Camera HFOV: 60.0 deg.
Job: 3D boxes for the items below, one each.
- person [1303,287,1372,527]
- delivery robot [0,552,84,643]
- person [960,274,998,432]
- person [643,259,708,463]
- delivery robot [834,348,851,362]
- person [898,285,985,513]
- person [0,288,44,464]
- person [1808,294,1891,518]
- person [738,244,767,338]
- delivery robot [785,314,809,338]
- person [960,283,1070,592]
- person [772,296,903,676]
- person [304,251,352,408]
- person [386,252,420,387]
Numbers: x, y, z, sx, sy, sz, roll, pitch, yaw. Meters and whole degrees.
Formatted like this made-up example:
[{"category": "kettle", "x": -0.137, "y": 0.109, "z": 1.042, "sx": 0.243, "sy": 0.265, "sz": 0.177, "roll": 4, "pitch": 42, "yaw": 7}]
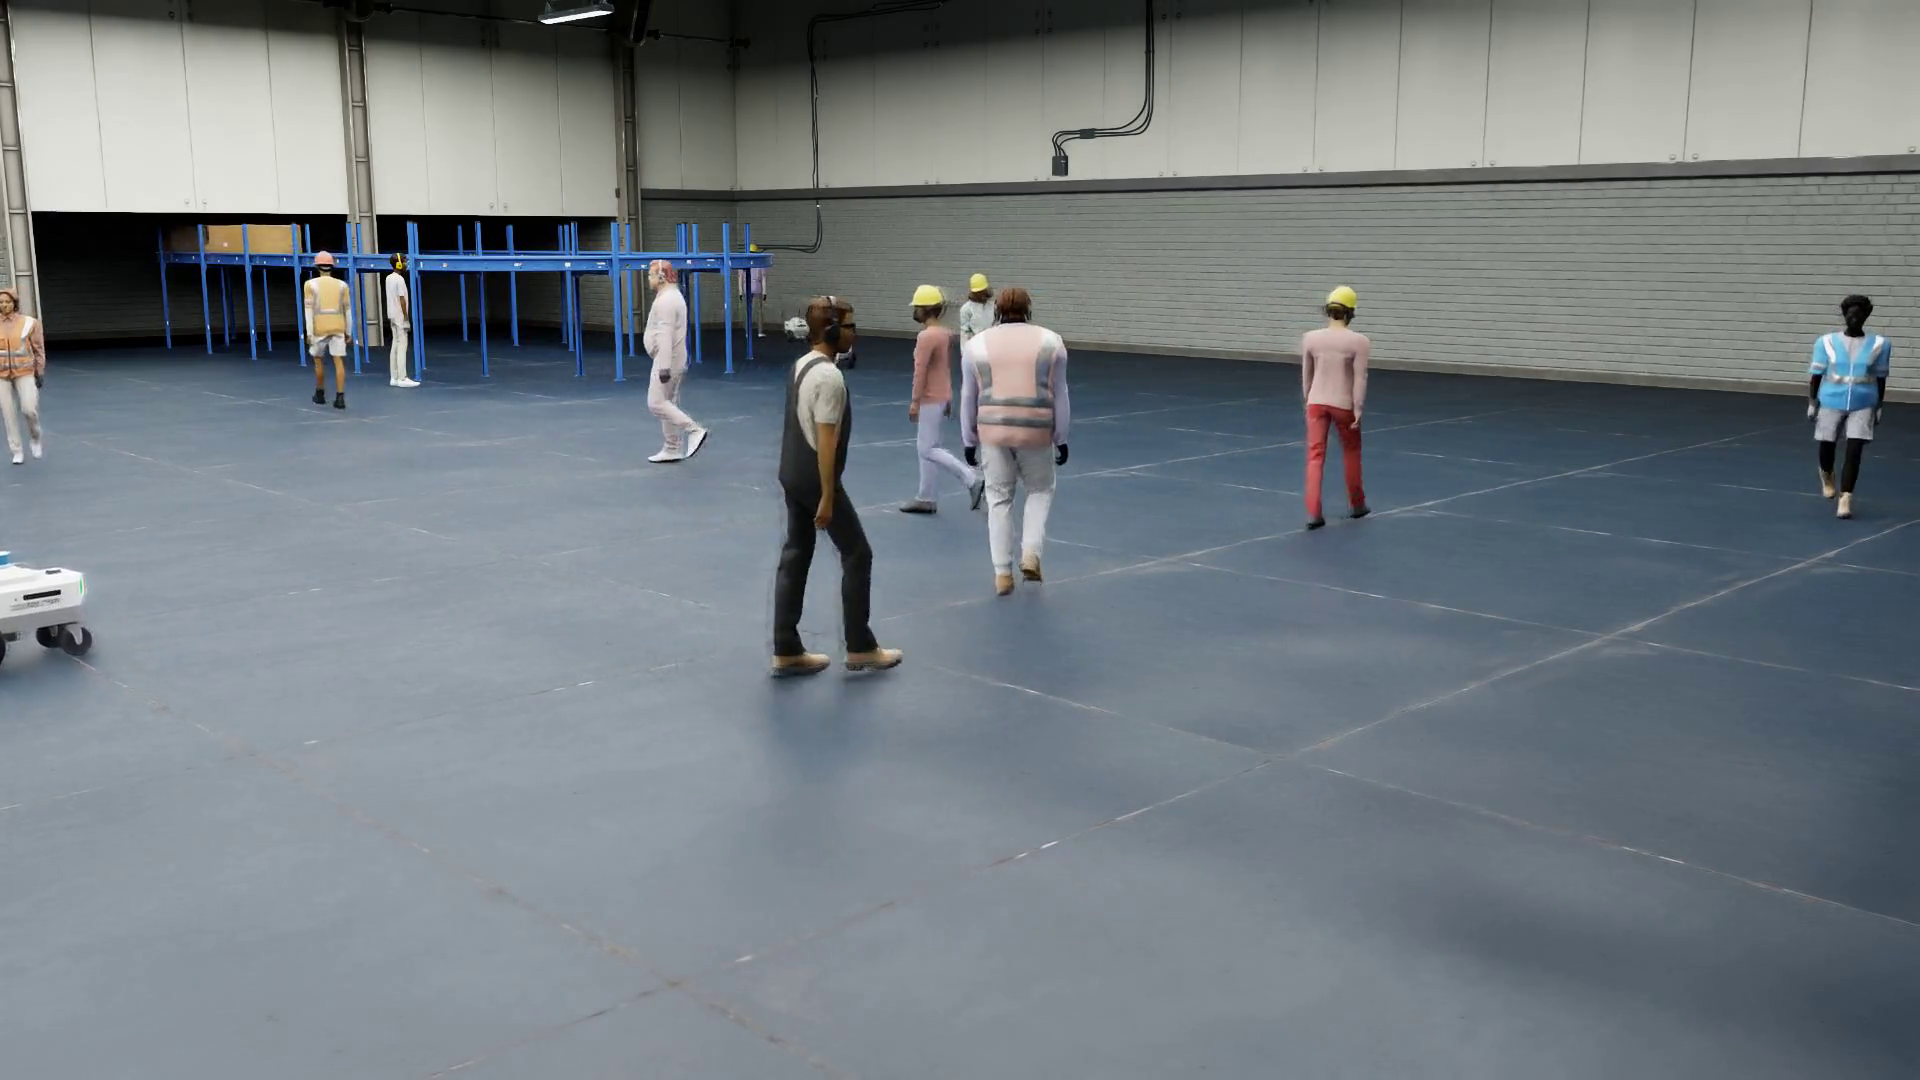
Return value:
[{"category": "person", "x": 2.779, "y": -0.984, "z": 12.241, "sx": 0.531, "sy": 1.733, "sz": 0.838, "roll": 6, "pitch": 12, "yaw": 30}, {"category": "delivery robot", "x": -4.778, "y": 0.302, "z": 8.296, "sx": 0.477, "sy": 0.478, "sz": 0.707, "roll": 8, "pitch": 13, "yaw": 36}, {"category": "person", "x": 0.197, "y": -1.998, "z": 17.830, "sx": 0.499, "sy": 1.700, "sz": 0.527, "roll": -5, "pitch": 11, "yaw": -25}, {"category": "person", "x": -2.676, "y": -1.651, "z": 15.444, "sx": 0.506, "sy": 1.889, "sz": 0.665, "roll": -1, "pitch": 10, "yaw": -4}, {"category": "delivery robot", "x": -1.991, "y": -3.032, "z": 26.474, "sx": 0.477, "sy": 0.478, "sz": 0.707, "roll": 3, "pitch": 11, "yaw": 16}, {"category": "person", "x": -0.141, "y": -1.052, "z": 12.573, "sx": 0.654, "sy": 1.744, "sz": 0.524, "roll": 2, "pitch": 11, "yaw": 13}, {"category": "person", "x": -8.802, "y": -1.518, "z": 15.441, "sx": 0.519, "sy": 1.627, "sz": 0.372, "roll": -4, "pitch": 11, "yaw": -22}, {"category": "person", "x": 6.761, "y": -1.041, "z": 12.681, "sx": 0.542, "sy": 1.675, "sz": 0.677, "roll": 5, "pitch": 12, "yaw": 27}, {"category": "person", "x": -4.297, "y": -5.158, "z": 34.474, "sx": 0.589, "sy": 1.923, "sz": 0.383, "roll": 0, "pitch": 10, "yaw": 1}, {"category": "delivery robot", "x": -3.251, "y": -4.251, "z": 33.124, "sx": 0.477, "sy": 0.478, "sz": 0.707, "roll": -4, "pitch": 11, "yaw": -21}, {"category": "person", "x": 0.325, "y": -0.603, "z": 9.897, "sx": 0.661, "sy": 1.824, "sz": 0.457, "roll": 1, "pitch": 10, "yaw": 7}, {"category": "person", "x": -0.596, "y": -0.259, "z": 8.036, "sx": 0.755, "sy": 1.815, "sz": 0.533, "roll": -5, "pitch": 12, "yaw": -27}, {"category": "person", "x": -7.866, "y": -2.613, "z": 20.650, "sx": 0.584, "sy": 1.900, "sz": 0.883, "roll": -7, "pitch": 13, "yaw": -34}, {"category": "person", "x": -7.889, "y": -3.103, "z": 23.418, "sx": 0.309, "sy": 1.868, "sz": 0.534, "roll": -9, "pitch": 14, "yaw": -41}]
